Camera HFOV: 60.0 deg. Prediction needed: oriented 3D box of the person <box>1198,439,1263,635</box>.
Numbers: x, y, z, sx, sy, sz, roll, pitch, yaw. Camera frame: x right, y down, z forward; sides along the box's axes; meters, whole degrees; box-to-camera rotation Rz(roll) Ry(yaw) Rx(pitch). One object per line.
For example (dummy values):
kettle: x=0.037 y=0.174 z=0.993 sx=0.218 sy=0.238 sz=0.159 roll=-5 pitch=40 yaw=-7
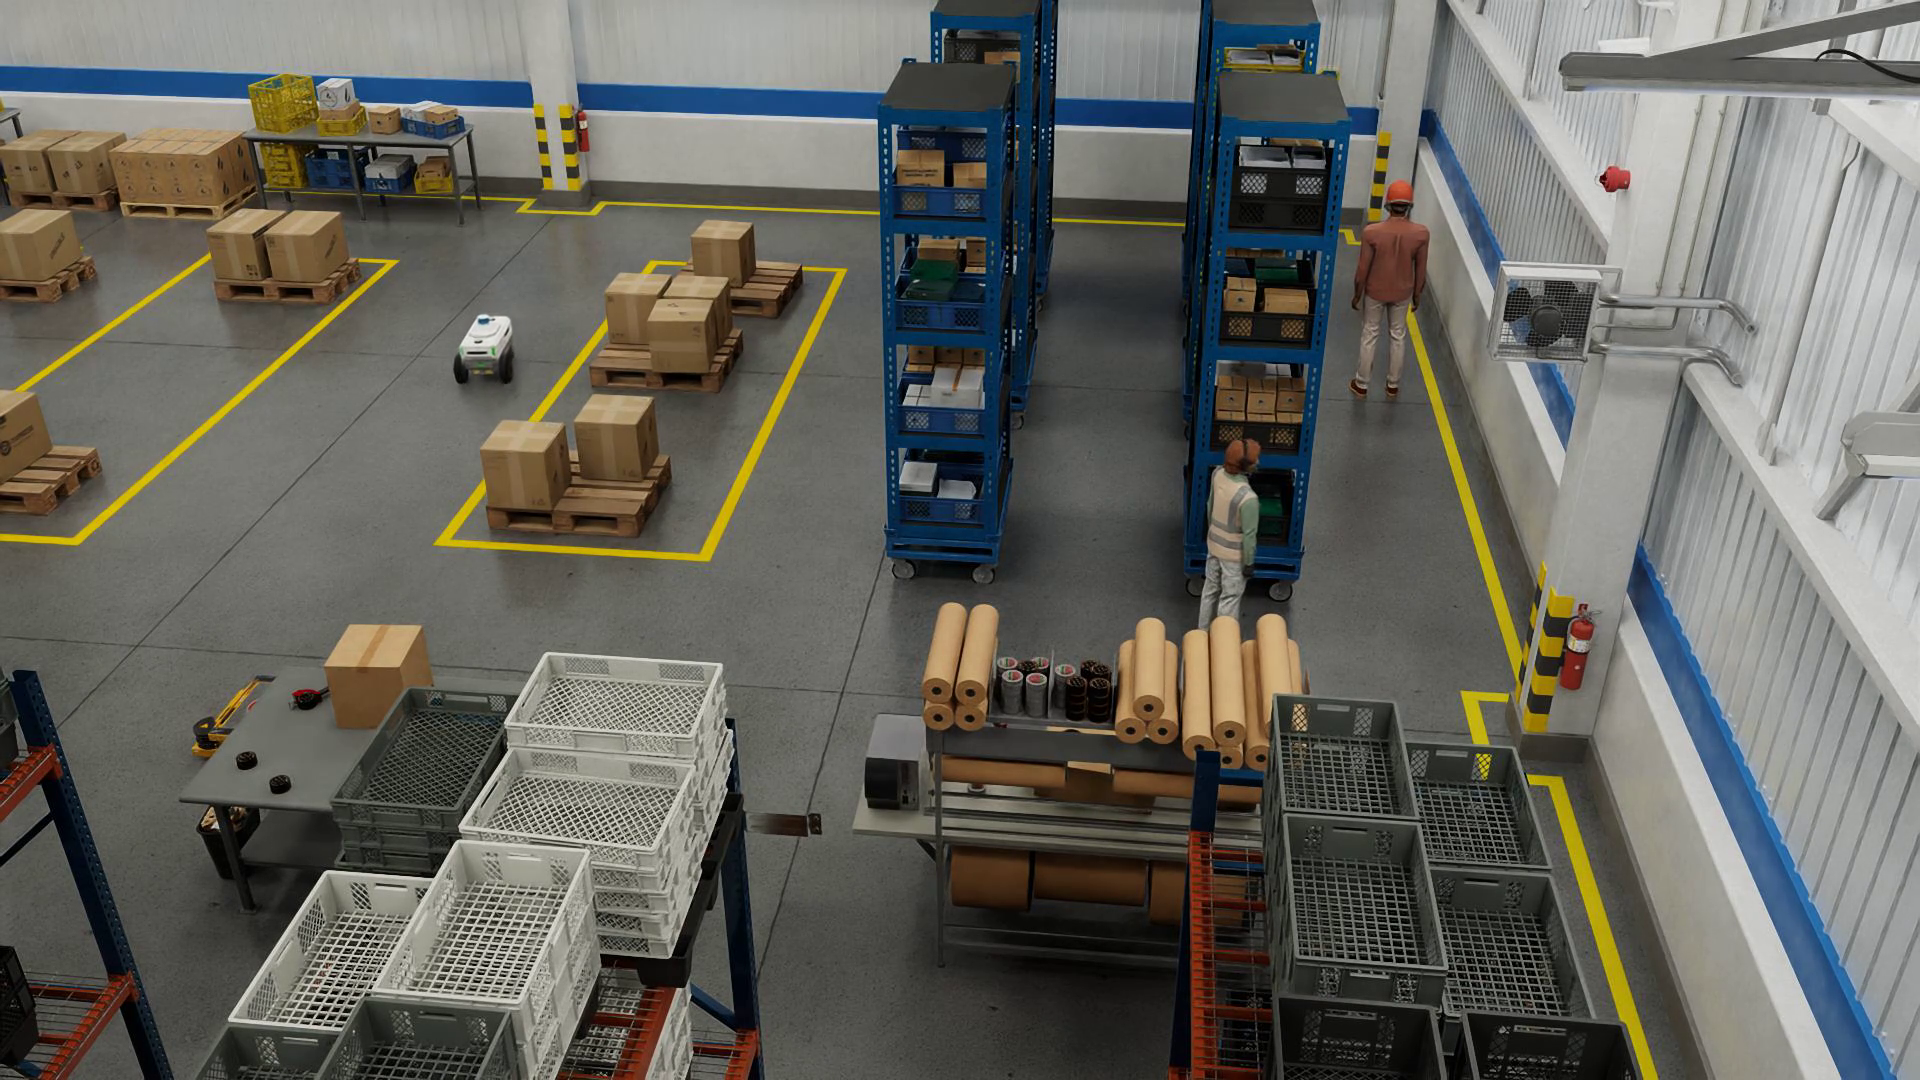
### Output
person: x=1.818 y=0.070 z=11.176 sx=0.312 sy=1.636 sz=0.518 roll=-11 pitch=32 yaw=-19

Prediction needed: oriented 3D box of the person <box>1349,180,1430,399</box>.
person: x=3.787 y=-2.207 z=14.738 sx=0.626 sy=1.991 sz=0.390 roll=0 pitch=30 yaw=0

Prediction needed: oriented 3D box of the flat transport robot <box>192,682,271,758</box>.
flat transport robot: x=-4.089 y=1.163 z=10.648 sx=1.431 sy=0.197 sz=0.652 roll=3 pitch=30 yaw=6

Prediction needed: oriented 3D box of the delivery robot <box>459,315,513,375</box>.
delivery robot: x=-4.404 y=-1.855 z=15.463 sx=0.477 sy=0.478 sz=0.707 roll=-1 pitch=30 yaw=-1
